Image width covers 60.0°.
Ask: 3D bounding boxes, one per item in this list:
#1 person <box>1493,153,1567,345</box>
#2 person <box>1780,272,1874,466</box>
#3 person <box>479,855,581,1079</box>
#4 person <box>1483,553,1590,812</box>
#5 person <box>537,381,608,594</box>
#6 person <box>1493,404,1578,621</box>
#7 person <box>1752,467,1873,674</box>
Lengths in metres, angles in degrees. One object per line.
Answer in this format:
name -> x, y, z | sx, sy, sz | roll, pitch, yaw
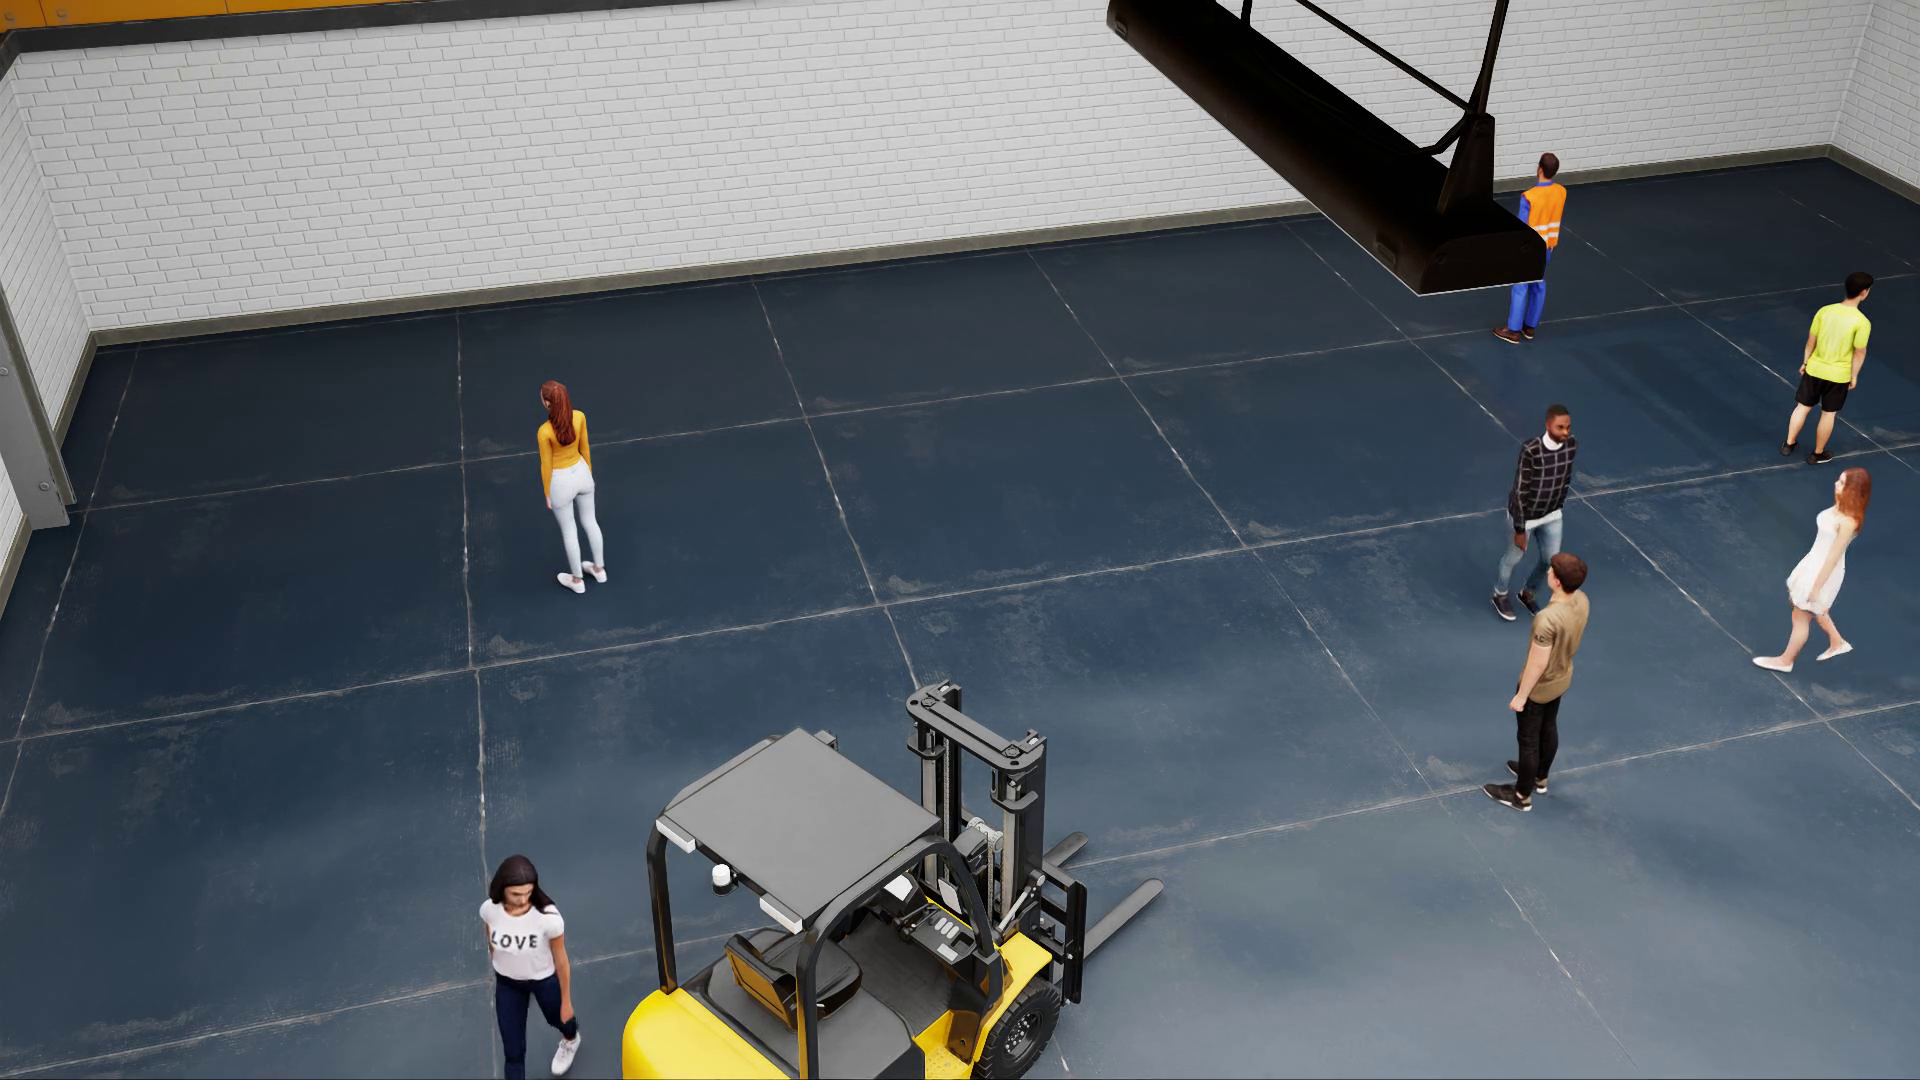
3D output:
person -> 5.450, -2.779, 15.829 | 0.716, 1.861, 0.651 | -13, 36, -19
person -> 7.303, -1.440, 13.955 | 0.759, 1.705, 0.629 | -27, 42, -34
person -> -2.127, 2.201, 8.460 | 0.946, 1.725, 1.224 | 6, 34, 9
person -> 3.633, 0.877, 10.338 | 0.749, 1.851, 0.741 | -29, 43, -36
person -> -2.887, -0.405, 12.359 | 0.664, 1.748, 0.679 | -29, 43, -36
person -> 4.109, -0.241, 12.064 | 0.669, 1.801, 0.672 | -9, 35, -13
person -> 6.012, 0.239, 11.433 | 0.890, 1.701, 0.866 | 13, 36, 18
